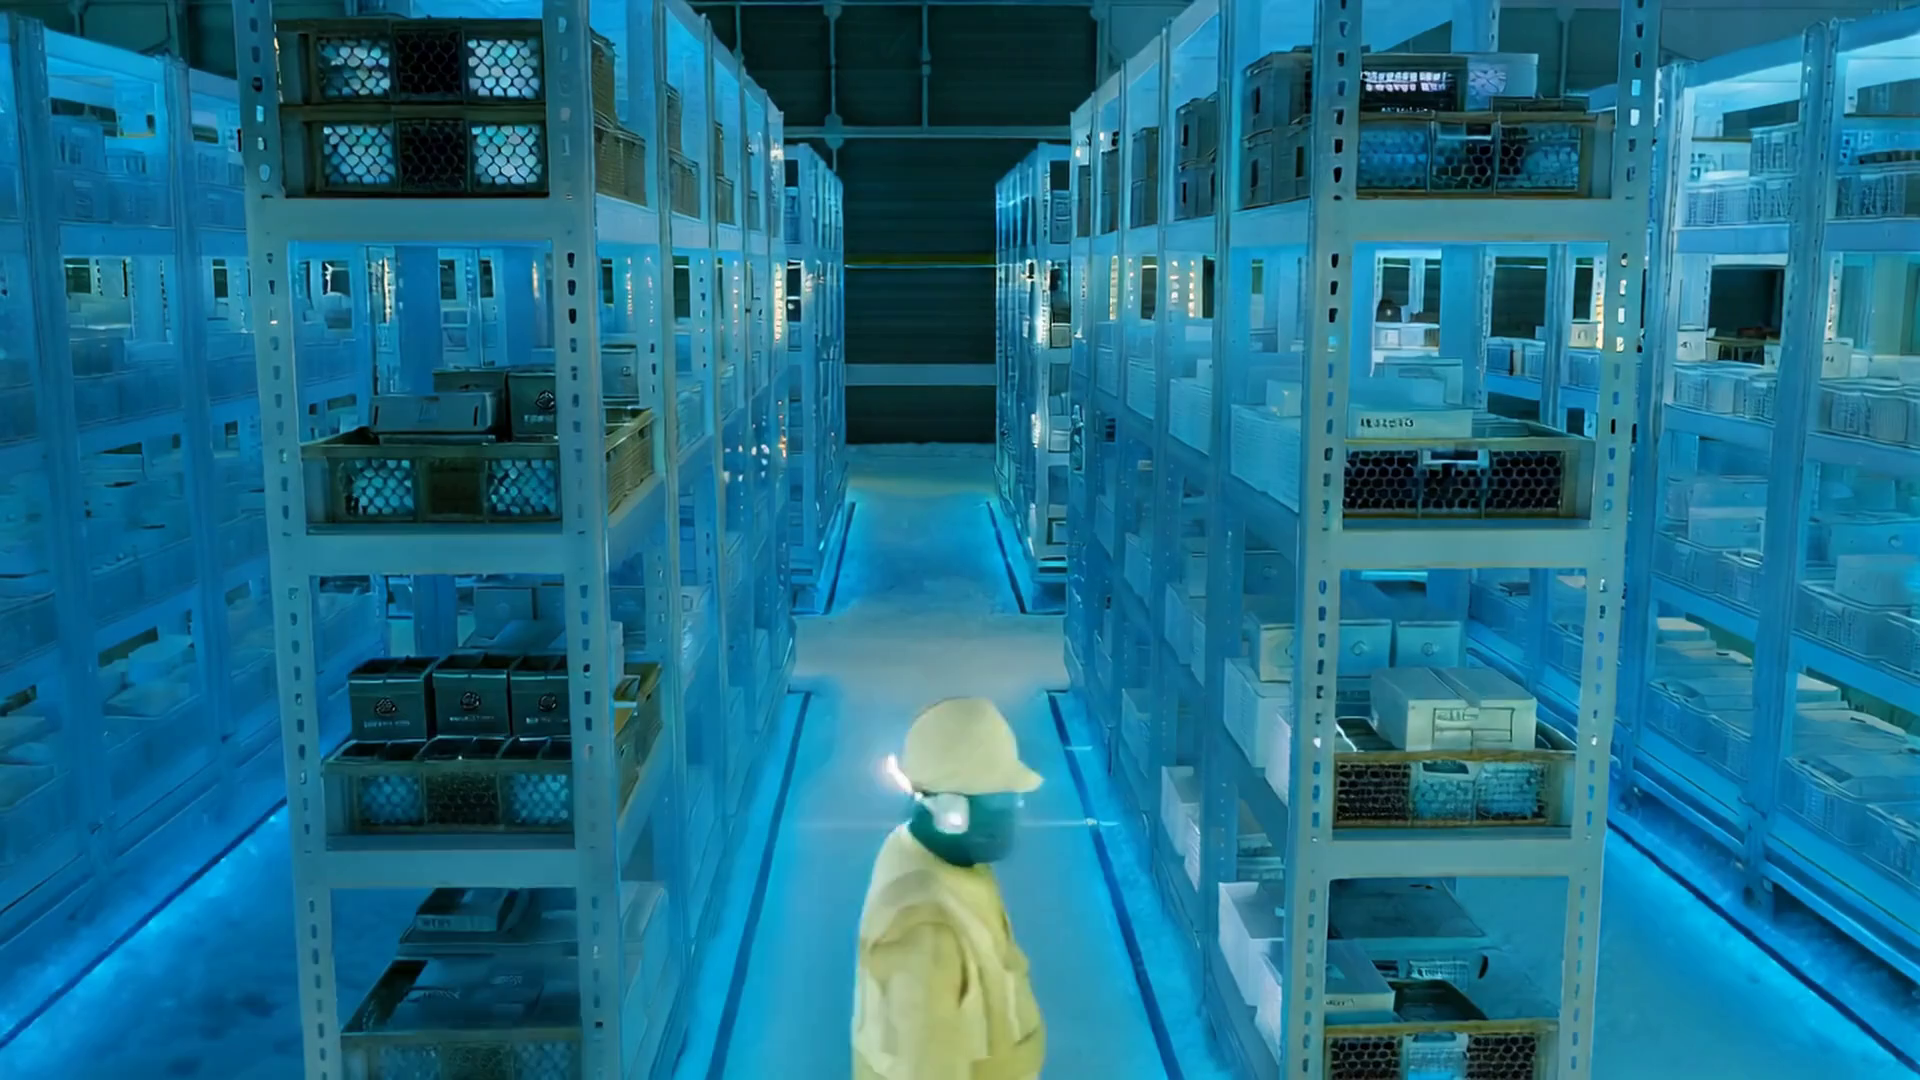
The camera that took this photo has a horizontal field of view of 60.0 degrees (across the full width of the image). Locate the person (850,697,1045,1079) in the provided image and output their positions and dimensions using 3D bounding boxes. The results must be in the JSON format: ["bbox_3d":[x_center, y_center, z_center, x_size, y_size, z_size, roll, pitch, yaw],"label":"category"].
[{"bbox_3d":[-0.073,1.212,3.522,0.506,1.815,0.611,0,9,3],"label":"person"}]
